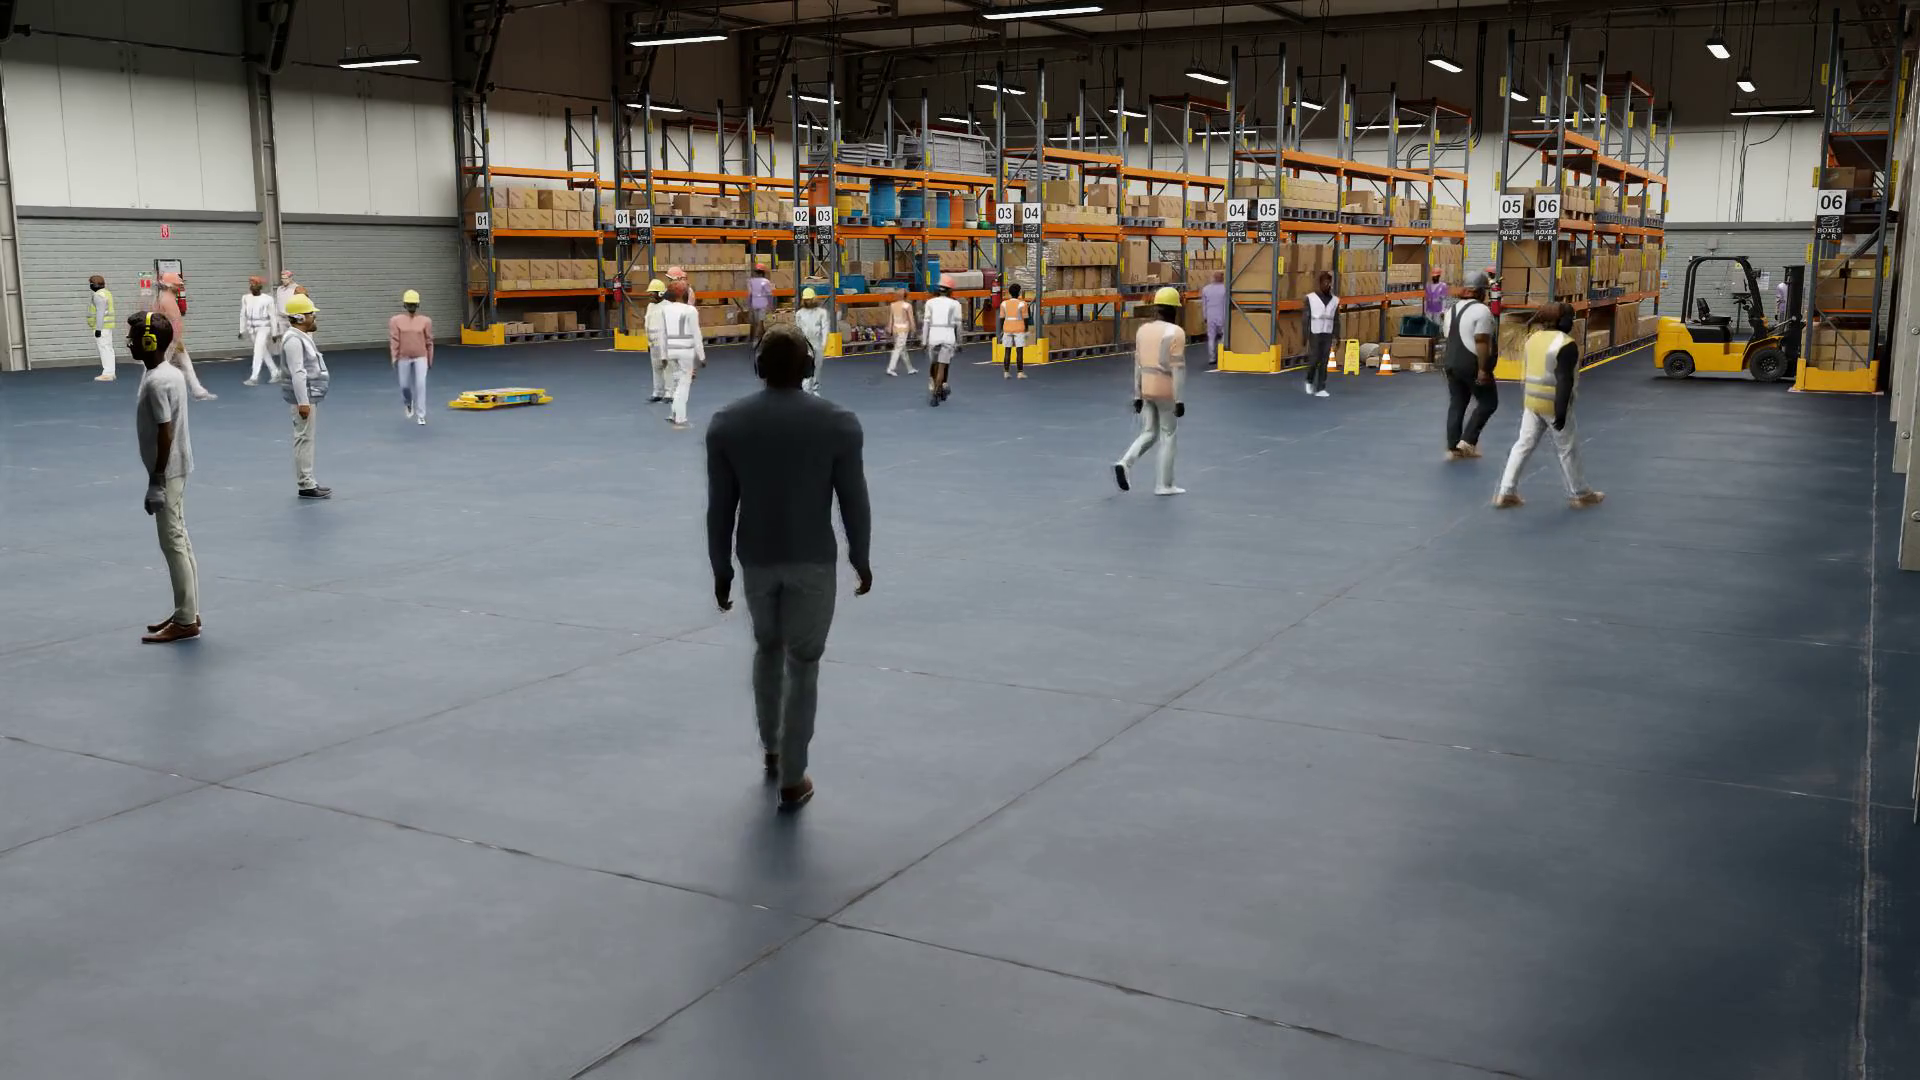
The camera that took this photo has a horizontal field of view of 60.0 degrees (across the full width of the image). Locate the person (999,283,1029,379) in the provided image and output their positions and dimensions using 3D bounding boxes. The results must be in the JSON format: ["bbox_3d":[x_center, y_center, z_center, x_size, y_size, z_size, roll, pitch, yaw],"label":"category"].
[{"bbox_3d":[0.965,-3.687,29.426,0.540,1.696,0.317,4,11,23],"label":"person"}]

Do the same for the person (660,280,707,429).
[{"bbox_3d":[-3.473,-2.325,20.953,0.588,1.865,0.431,8,12,38],"label":"person"}]

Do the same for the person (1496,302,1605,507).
[{"bbox_3d":[5.110,-1.155,14.356,0.999,1.789,0.645,-3,10,-18],"label":"person"}]

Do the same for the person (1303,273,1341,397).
[{"bbox_3d":[5.615,-3.176,25.811,0.630,1.907,0.439,-3,10,-17],"label":"person"}]

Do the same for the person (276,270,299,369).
[{"bbox_3d":[-12.926,-4.239,32.068,0.639,1.903,0.406,3,10,18],"label":"person"}]

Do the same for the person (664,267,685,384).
[{"bbox_3d":[-4.857,-3.654,28.365,0.384,1.996,0.610,-5,11,-26],"label":"person"}]

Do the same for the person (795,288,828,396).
[{"bbox_3d":[-2.238,-2.945,25.092,0.491,1.700,0.884,-1,10,-4],"label":"person"}]

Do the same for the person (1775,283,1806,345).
[{"bbox_3d":[18.425,-5.081,36.948,0.585,1.919,0.388,5,11,26],"label":"person"}]

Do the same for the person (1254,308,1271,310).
[{"bbox_3d":[7.178,-5.401,39.087,0.527,1.827,0.425,9,13,43],"label":"person"}]

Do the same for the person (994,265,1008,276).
[{"bbox_3d":[1.278,-7.680,52.120,0.681,1.931,0.604,0,10,-3],"label":"person"}]

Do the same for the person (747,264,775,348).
[{"bbox_3d":[-4.713,-5.591,39.728,0.634,1.983,1.052,6,11,30],"label":"person"}]

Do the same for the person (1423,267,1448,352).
[{"bbox_3d":[10.640,-5.154,37.357,0.576,1.921,0.452,9,13,43],"label":"person"}]

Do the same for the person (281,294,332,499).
[{"bbox_3d":[-5.883,-1.287,14.972,0.404,1.836,0.597,-3,10,-18],"label":"person"}]

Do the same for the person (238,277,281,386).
[{"bbox_3d":[-11.885,-3.554,28.271,0.570,1.844,0.989,3,10,17],"label":"person"}]

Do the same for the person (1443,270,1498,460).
[{"bbox_3d":[5.434,-1.850,17.671,0.539,2.000,0.715,-3,10,-19],"label":"person"}]

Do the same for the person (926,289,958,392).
[{"bbox_3d":[-0.280,-3.133,26.231,0.543,1.673,0.375,-2,10,-9],"label":"person"}]

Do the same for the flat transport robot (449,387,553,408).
[{"bbox_3d":[-6.658,-2.075,24.161,0.652,0.197,1.431,5,11,29],"label":"flat transport robot"}]

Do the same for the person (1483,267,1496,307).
[{"bbox_3d":[13.792,-6.198,43.569,0.548,1.891,0.609,-5,11,-29],"label":"person"}]

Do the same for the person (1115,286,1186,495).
[{"bbox_3d":[1.753,-1.331,15.035,0.641,1.909,0.596,-7,12,-36],"label":"person"}]

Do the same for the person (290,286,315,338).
[{"bbox_3d":[-12.383,-3.974,31.337,0.295,1.624,0.507,7,12,35],"label":"person"}]

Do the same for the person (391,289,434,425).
[{"bbox_3d":[-7.101,-2.378,21.596,0.537,1.748,0.608,-3,10,-15],"label":"person"}]

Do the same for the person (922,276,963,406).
[{"bbox_3d":[-0.232,-2.919,24.408,0.583,1.869,1.028,3,10,16],"label":"person"}]

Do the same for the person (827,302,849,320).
[{"bbox_3d":[-3.094,-5.712,41.592,0.501,1.596,0.837,4,11,23],"label":"person"}]

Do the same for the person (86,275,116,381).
[{"bbox_3d":[-15.064,-3.714,29.173,0.429,1.840,0.635,-2,10,-13],"label":"person"}]

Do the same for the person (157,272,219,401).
[{"bbox_3d":[-11.730,-3.007,24.769,1.053,1.941,0.630,-4,10,-22],"label":"person"}]

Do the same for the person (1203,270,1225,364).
[{"bbox_3d":[5.236,-4.503,33.650,0.658,1.882,0.728,5,11,27],"label":"person"}]

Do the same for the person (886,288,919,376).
[{"bbox_3d":[-1.060,-3.785,30.308,0.539,1.596,0.870,9,13,43],"label":"person"}]

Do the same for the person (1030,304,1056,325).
[{"bbox_3d":[1.879,-5.206,37.661,0.622,1.932,0.370,0,10,1],"label":"person"}]

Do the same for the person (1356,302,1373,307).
[{"bbox_3d":[10.488,-6.128,43.064,0.542,1.919,0.505,6,11,31],"label":"person"}]

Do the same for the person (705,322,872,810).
[{"bbox_3d":[-0.660,0.082,6.757,0.634,1.913,0.807,2,10,11],"label":"person"}]

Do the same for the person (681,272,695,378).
[{"bbox_3d":[-4.914,-3.817,29.602,0.401,1.901,0.642,-3,10,-16],"label":"person"}]

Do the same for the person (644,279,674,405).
[{"bbox_3d":[-4.422,-2.908,24.470,0.404,1.832,0.592,-9,13,-44],"label":"person"}]

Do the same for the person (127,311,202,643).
[{"bbox_3d":[-4.523,-0.356,9.422,0.328,1.872,0.511,-3,10,-18],"label":"person"}]
